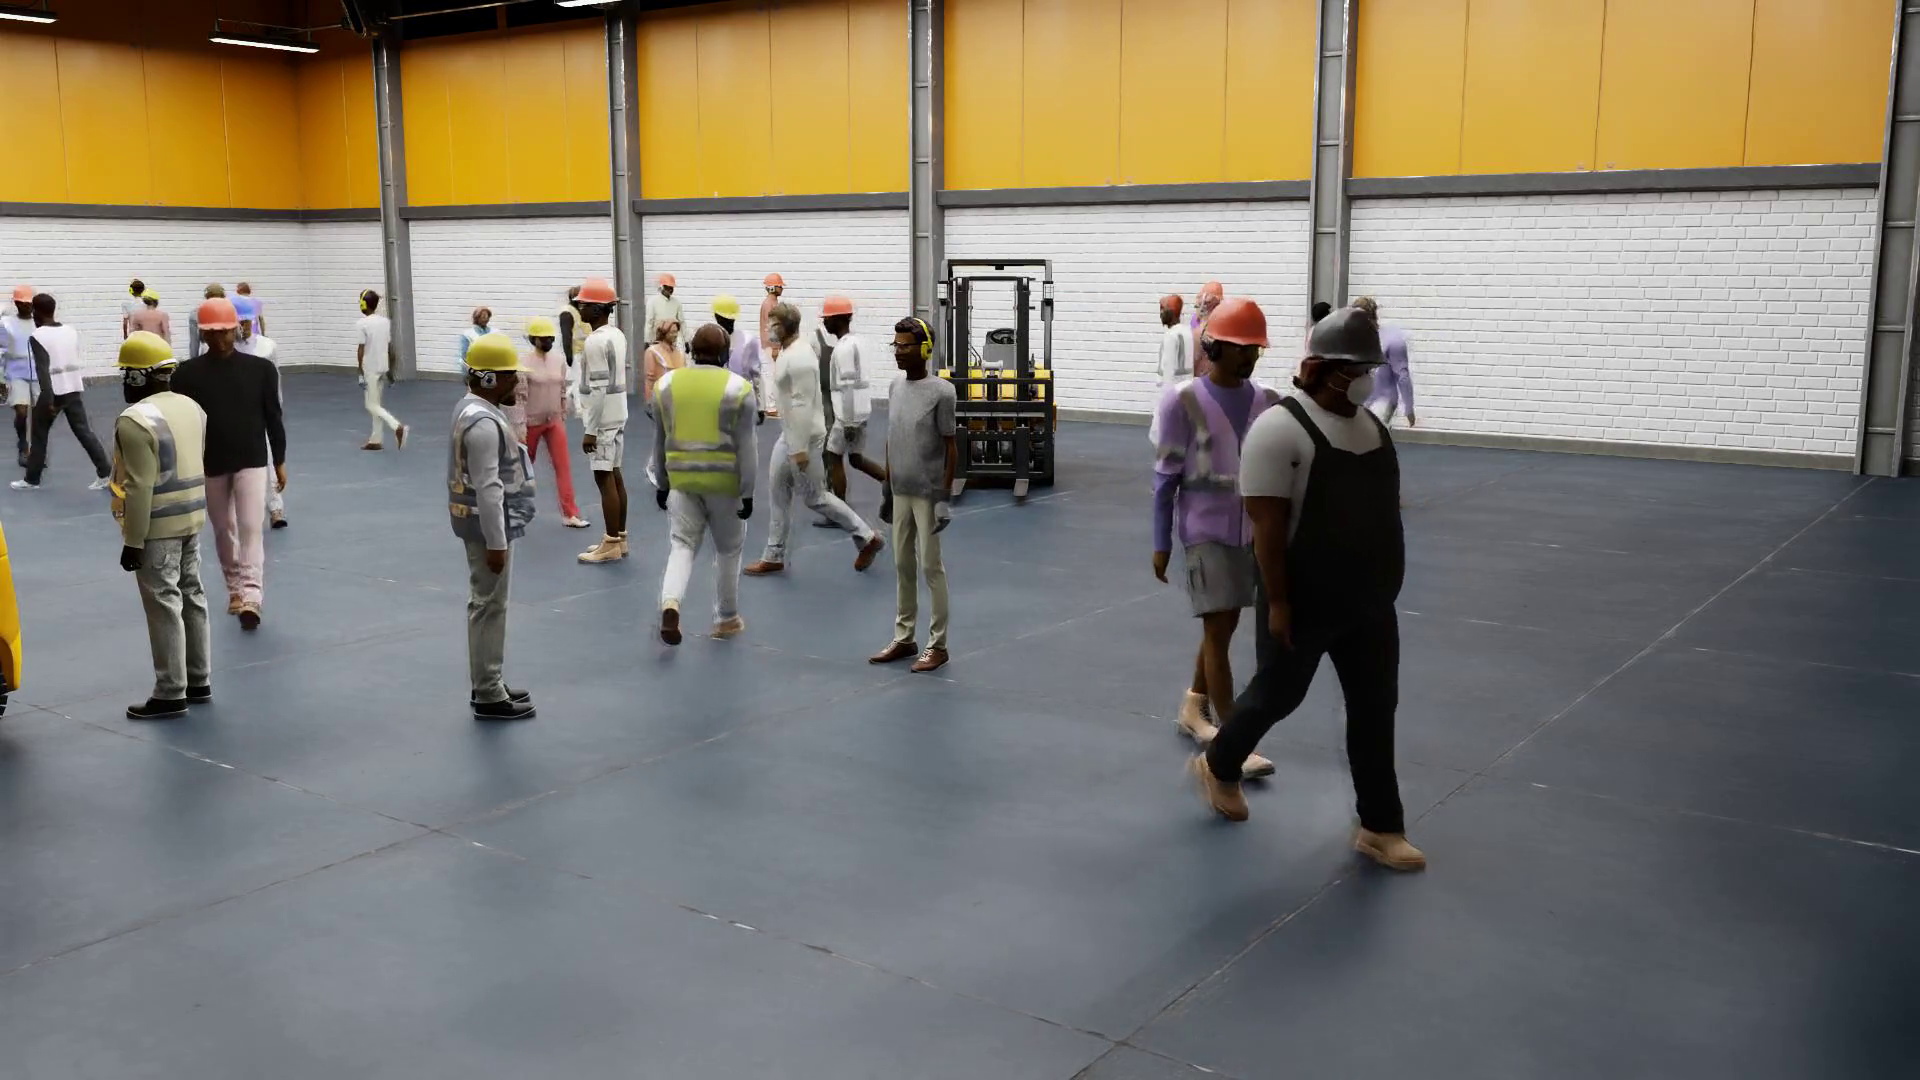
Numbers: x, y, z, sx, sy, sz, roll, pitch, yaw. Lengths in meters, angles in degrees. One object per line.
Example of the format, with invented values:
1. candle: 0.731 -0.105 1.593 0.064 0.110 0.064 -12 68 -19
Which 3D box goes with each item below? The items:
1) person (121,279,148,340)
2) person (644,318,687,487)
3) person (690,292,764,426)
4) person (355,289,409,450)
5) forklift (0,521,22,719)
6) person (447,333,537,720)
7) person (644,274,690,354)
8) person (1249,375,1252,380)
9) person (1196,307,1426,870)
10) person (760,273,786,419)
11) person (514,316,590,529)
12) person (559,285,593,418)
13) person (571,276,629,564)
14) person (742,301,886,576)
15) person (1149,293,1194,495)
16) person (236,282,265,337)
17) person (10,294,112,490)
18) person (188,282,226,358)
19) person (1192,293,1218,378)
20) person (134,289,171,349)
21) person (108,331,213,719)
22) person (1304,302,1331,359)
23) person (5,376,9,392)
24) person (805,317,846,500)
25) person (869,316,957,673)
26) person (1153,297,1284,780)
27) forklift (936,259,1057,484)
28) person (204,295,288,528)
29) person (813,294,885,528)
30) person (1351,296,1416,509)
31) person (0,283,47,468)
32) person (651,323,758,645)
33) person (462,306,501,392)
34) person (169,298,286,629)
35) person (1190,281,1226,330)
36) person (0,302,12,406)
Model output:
1. person: -12.960 -3.184 26.326 0.532 1.873 0.321 -5 11 -27
2. person: -2.738 -1.268 15.625 0.357 1.625 0.542 6 11 32
3. person: -1.964 -1.130 14.009 0.620 1.898 0.442 -2 10 -11
4. person: -6.559 -1.904 18.807 0.739 1.852 0.523 4 11 25
5. forklift: -5.296 -0.090 6.943 1.214 2.155 2.313 7 12 35
6. person: -2.204 -0.060 7.872 0.403 1.826 0.595 -3 10 -20
7. person: -4.237 -2.916 24.439 0.865 1.959 0.659 9 13 42
8. person: 2.577 -1.180 15.195 0.724 1.604 0.494 -6 11 -33
9. person: 1.296 0.126 6.110 0.681 2.000 0.945 -5 11 -27
10. person: -2.559 -2.666 22.874 0.376 1.995 0.612 -1 10 -7
11. person: -3.414 -0.961 13.557 0.915 1.719 0.546 8 13 41
12. person: -5.283 -2.575 22.839 0.528 1.827 0.646 2 10 13
13. person: -2.571 -0.851 11.911 0.365 2.048 0.608 0 10 2
14. person: -1.008 -0.688 11.391 0.925 1.908 0.643 -3 10 -15
15. person: 1.976 -1.321 15.248 0.469 1.864 0.594 5 11 27
16. person: -12.187 -3.512 28.491 0.576 1.813 0.764 -7 12 -34
17. person: -8.481 -1.383 15.671 1.043 1.865 0.572 2 10 15
18. person: -9.116 -2.212 20.452 0.635 1.912 0.869 -5 11 -25
19. person: 2.368 -1.477 16.234 1.000 1.860 0.653 7 12 36
20. person: -11.935 -2.846 24.712 0.548 1.724 0.852 -1 10 -4
21. person: -3.802 -0.070 7.900 0.403 1.833 0.591 0 10 3
22. person: 4.138 -1.915 19.322 0.319 1.690 0.539 1 10 7
23. person: -15.585 -3.107 26.612 0.551 1.620 0.517 -2 10 -9
24. person: -1.147 -1.255 14.959 0.539 1.828 0.420 -6 11 -31
25. person: -0.238 -0.239 8.790 0.519 1.874 0.327 9 13 43
26. person: 1.171 -0.028 7.140 0.630 2.018 0.778 -4 10 -24
27. forklift: 0.370 -1.738 16.759 1.214 2.155 2.313 1 10 3
28. person: -5.824 -1.044 13.575 0.584 1.888 1.050 -6 11 -32
29. person: -0.787 -1.030 13.416 0.754 1.906 0.575 2 10 9
30. person: 3.553 -1.145 14.231 1.008 1.876 0.683 -7 12 -36
31. person: -9.641 -1.687 17.233 0.556 1.925 0.415 -9 13 -42
32. person: -1.443 -0.304 9.345 0.639 1.819 0.742 2 10 10
33. person: -5.777 -2.009 20.060 0.523 1.625 0.495 -7 12 -38
34. person: -4.351 -0.454 9.860 0.656 1.935 1.036 -3 10 -19
35. person: 2.839 -1.987 19.028 0.366 1.931 0.542 5 11 27
36. person: -14.274 -2.906 24.563 0.605 1.924 1.004 -1 10 -4
